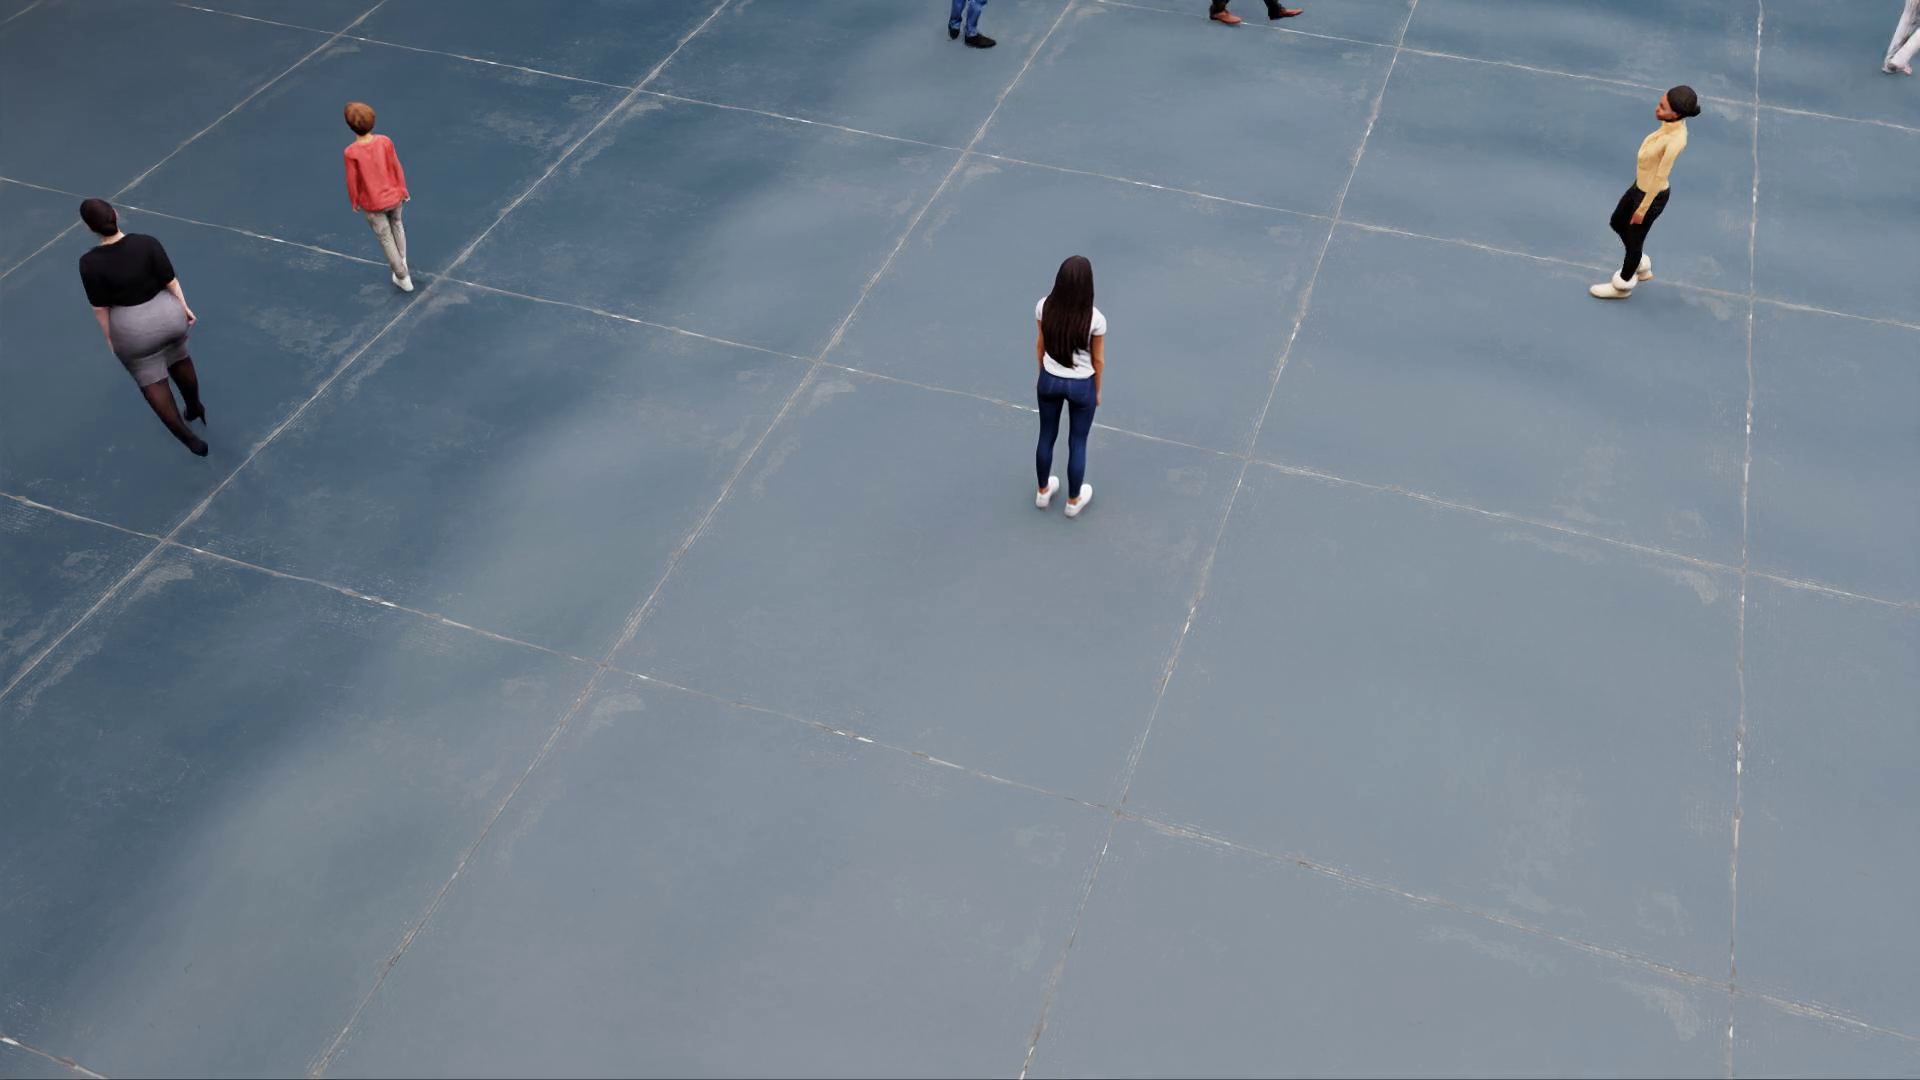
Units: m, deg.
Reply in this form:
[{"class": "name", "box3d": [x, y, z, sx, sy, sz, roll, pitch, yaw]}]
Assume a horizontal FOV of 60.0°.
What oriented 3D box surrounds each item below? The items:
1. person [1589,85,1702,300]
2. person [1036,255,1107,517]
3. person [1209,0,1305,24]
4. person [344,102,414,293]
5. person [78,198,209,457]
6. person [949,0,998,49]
[{"class": "person", "box3d": [4.785, -2.358, 11.384, 0.655, 1.655, 0.651, 10, 44, 10]}, {"class": "person", "box3d": [0.620, -0.885, 9.719, 0.441, 1.774, 0.641, 16, 45, 16]}, {"class": "person", "box3d": [2.461, -5.340, 14.530, 1.047, 1.720, 0.697, 15, 45, 16]}, {"class": "person", "box3d": [-3.997, -2.357, 11.565, 0.706, 1.407, 0.806, -31, 51, -29]}, {"class": "person", "box3d": [-4.899, -1.233, 10.127, 0.988, 1.728, 1.150, -28, 50, -27]}, {"class": "person", "box3d": [0.090, -5.112, 14.188, 0.950, 1.854, 0.956, -20, 47, -20]}]
